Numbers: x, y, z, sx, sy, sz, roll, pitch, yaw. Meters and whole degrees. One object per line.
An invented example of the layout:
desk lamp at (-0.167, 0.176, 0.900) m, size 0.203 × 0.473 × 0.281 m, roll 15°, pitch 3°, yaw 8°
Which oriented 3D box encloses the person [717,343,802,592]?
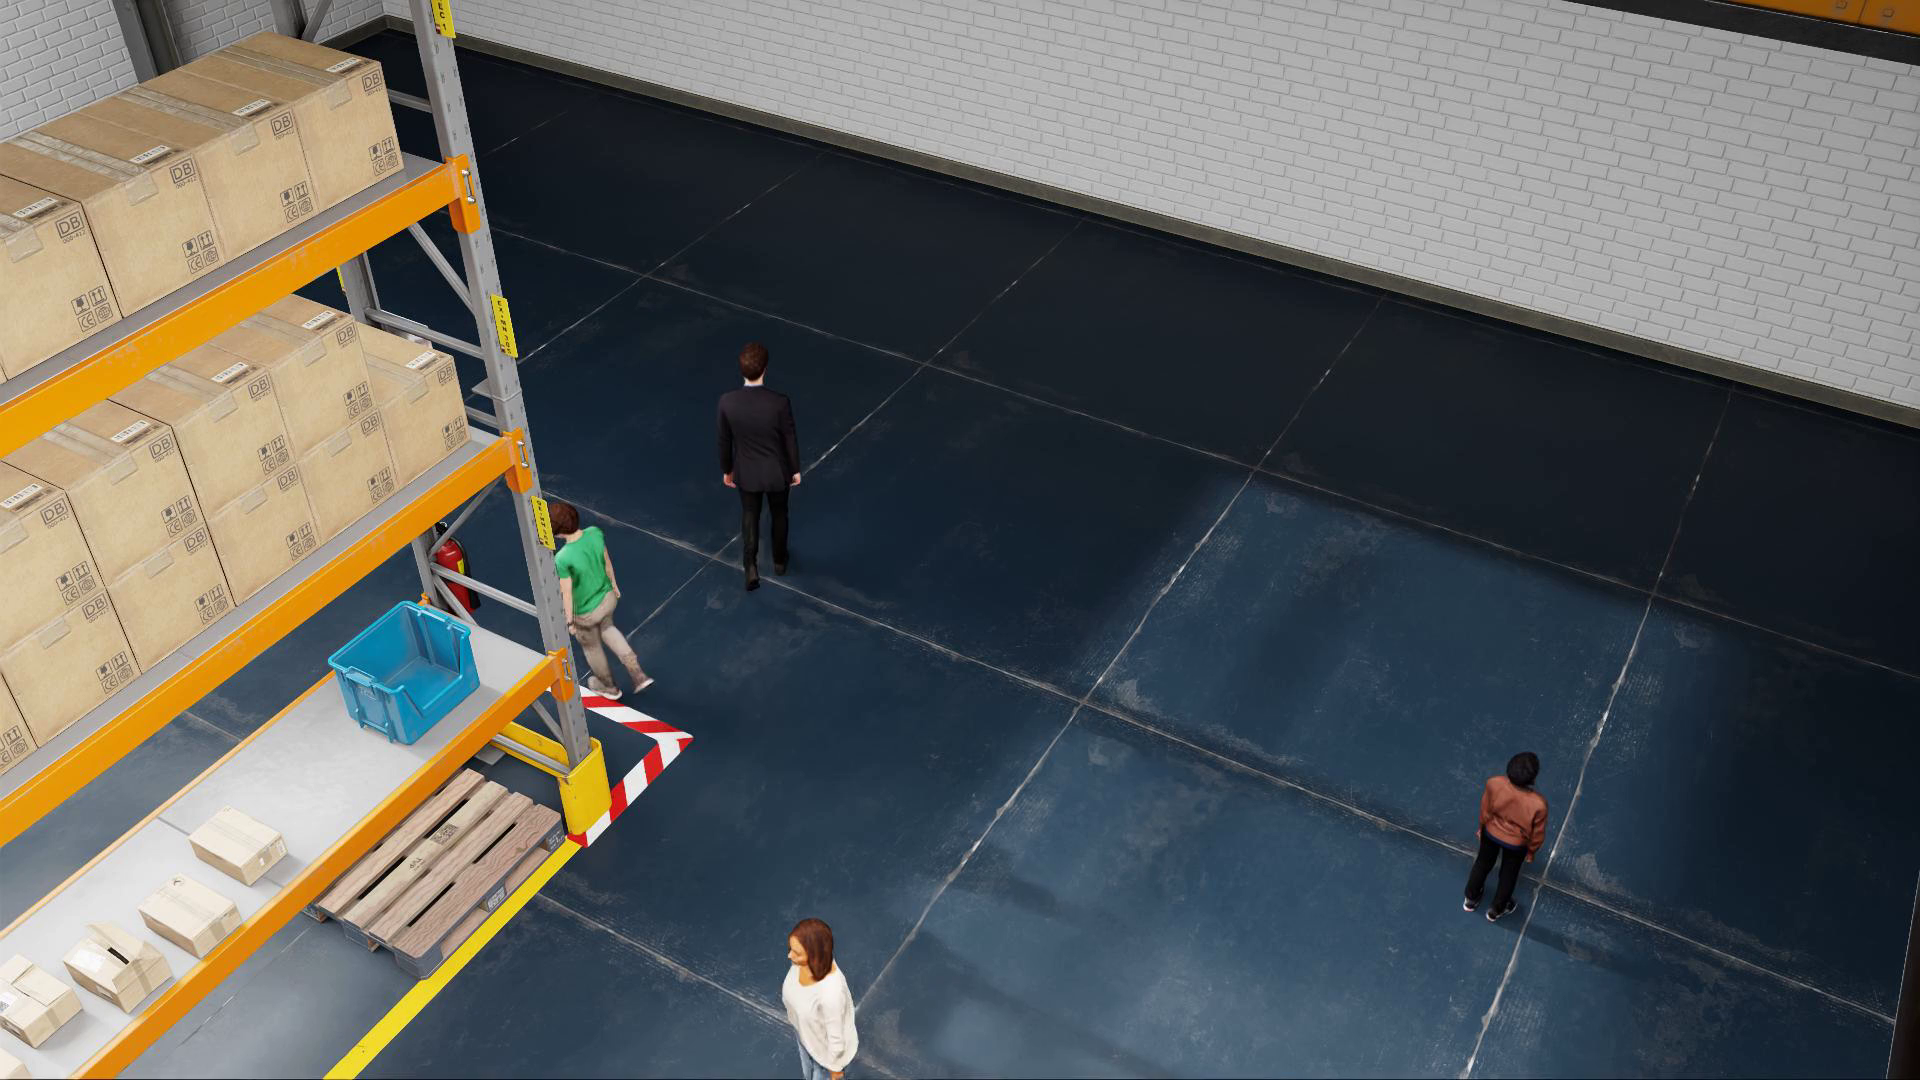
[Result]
person at (-1.353, -0.434, 11.272) m, size 0.957 × 1.874 × 1.095 m, roll 2°, pitch 39°, yaw 2°

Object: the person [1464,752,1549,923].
person at (3.015, 1.629, 9.185) m, size 0.548 × 1.255 × 0.514 m, roll 26°, pitch 46°, yaw 29°

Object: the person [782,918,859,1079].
person at (-0.573, 2.337, 7.964) m, size 0.910 × 1.671 × 0.830 m, roll -17°, pitch 42°, yaw -20°

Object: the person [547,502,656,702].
person at (-2.239, 0.438, 10.375) m, size 0.705 × 1.629 × 0.748 m, roll 26°, pitch 46°, yaw 29°
